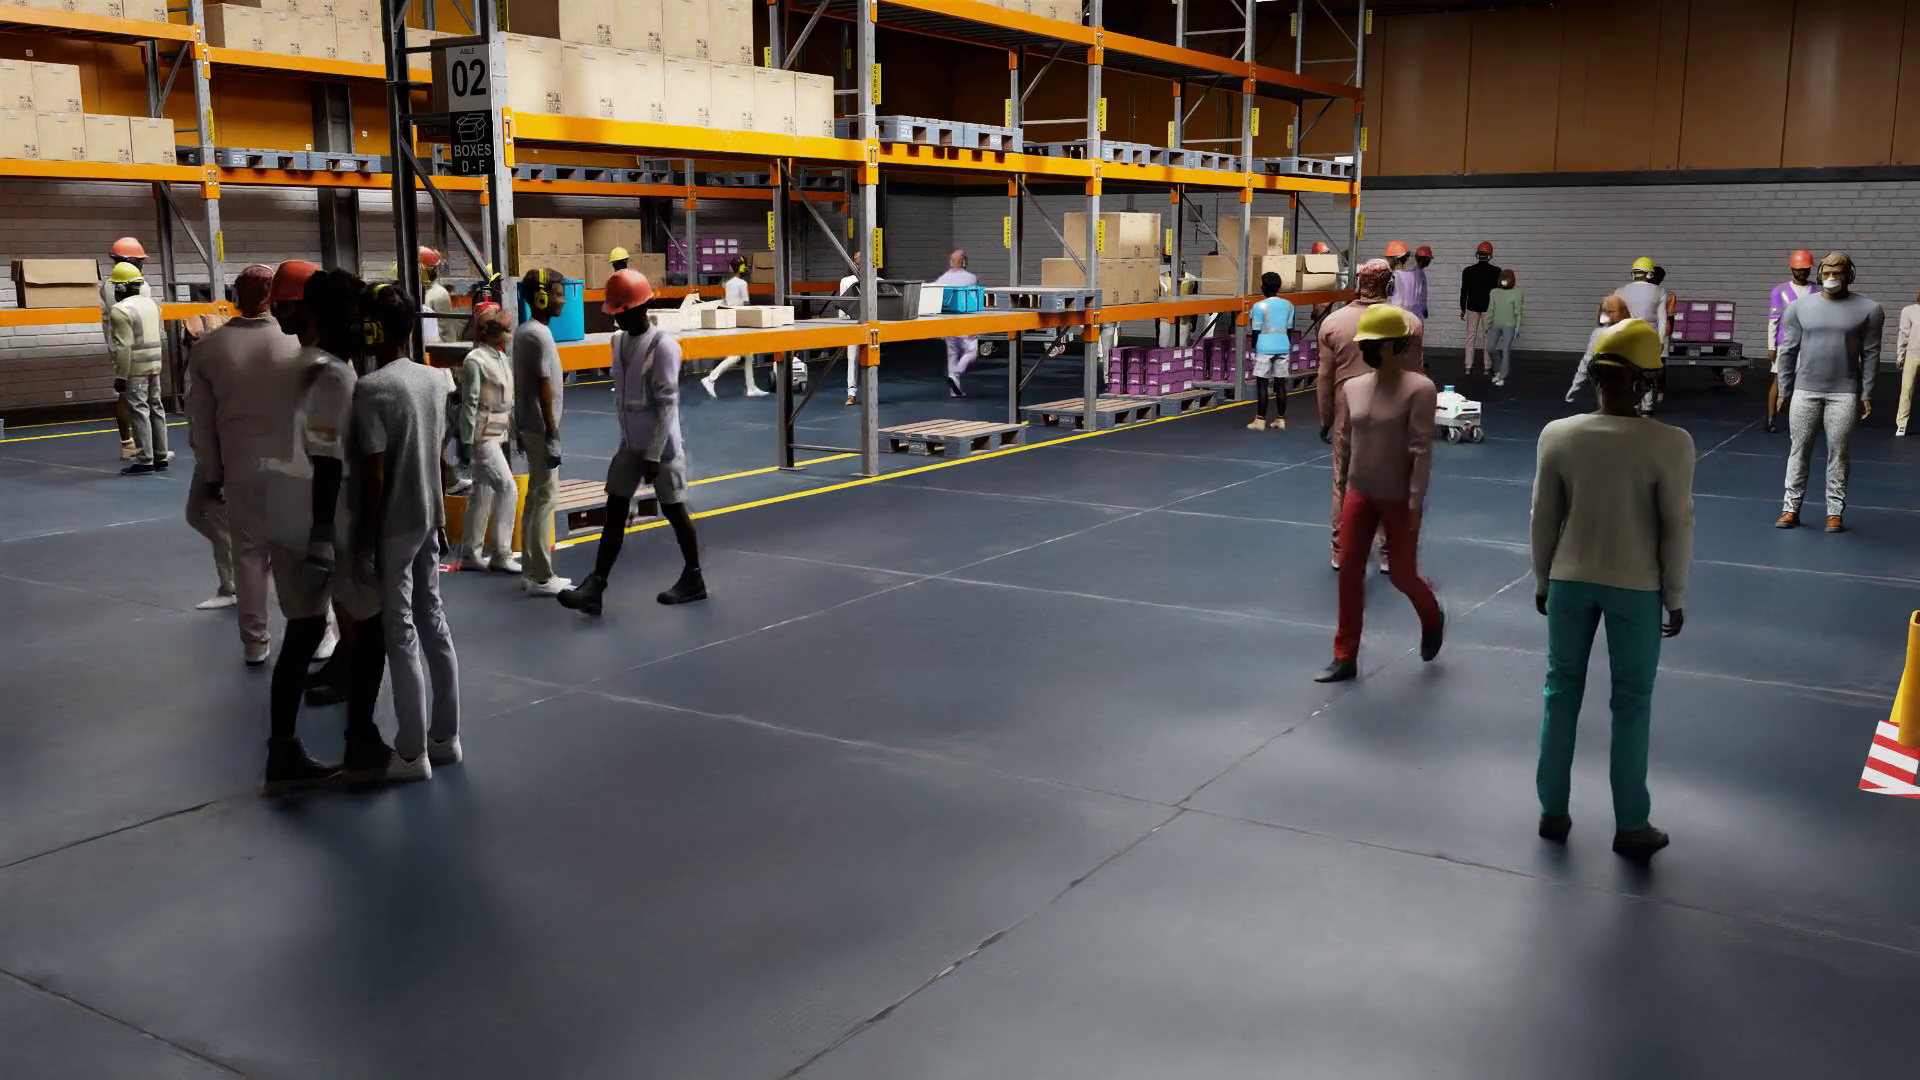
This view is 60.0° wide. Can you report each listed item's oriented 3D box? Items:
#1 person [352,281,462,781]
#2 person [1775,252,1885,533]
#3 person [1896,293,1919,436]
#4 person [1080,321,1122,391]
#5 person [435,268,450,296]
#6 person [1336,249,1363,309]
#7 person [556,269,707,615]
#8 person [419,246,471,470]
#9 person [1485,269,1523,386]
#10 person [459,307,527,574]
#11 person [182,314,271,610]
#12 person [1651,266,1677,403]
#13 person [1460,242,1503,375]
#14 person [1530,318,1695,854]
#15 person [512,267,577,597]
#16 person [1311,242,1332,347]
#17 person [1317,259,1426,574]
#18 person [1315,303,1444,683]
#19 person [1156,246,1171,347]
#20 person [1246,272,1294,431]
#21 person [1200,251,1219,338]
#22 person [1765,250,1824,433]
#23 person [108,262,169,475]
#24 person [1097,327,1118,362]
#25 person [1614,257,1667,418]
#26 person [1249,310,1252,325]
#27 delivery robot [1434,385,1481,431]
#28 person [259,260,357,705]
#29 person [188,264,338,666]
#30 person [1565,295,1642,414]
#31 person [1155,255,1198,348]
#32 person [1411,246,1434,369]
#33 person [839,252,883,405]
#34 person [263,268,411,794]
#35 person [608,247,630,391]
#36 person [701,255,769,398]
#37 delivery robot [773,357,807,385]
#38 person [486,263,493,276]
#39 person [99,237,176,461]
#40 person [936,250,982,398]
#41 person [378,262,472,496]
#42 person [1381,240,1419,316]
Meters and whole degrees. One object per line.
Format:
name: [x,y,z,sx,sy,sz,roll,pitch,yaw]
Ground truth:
person: [-2.107,-0.027,6.250,0.328,1.874,0.512,3,11,17]
person: [6.025,-1.023,11.579,0.635,1.938,0.359,6,12,32]
person: [9.918,-1.865,17.116,0.496,1.629,0.277,5,11,25]
person: [1.897,-2.916,22.374,0.591,1.829,0.404,1,10,6]
person: [-5.855,-2.099,17.973,0.726,1.805,0.443,-8,13,-37]
person: [6.225,-3.652,26.314,0.667,1.891,0.657,-2,10,-13]
person: [-1.754,-0.518,8.978,0.612,1.864,0.982,9,13,40]
person: [-4.701,-1.556,14.469,0.952,1.949,0.659,-6,12,-29]
person: [7.571,-2.963,23.176,0.531,1.620,0.337,10,14,43]
person: [-2.816,-0.596,10.092,0.588,1.609,0.525,0,10,0]
person: [-4.076,-0.427,9.152,0.386,1.629,0.519,-7,13,-36]
person: [8.622,-2.551,20.714,0.531,1.698,0.320,3,11,14]
person: [7.863,-3.487,25.079,0.623,1.993,0.383,5,11,25]
person: [2.160,0.153,5.545,0.526,1.768,0.331,9,14,41]
person: [-2.375,-0.610,9.491,0.310,1.868,0.532,-5,11,-26]
person: [5.588,-3.615,25.815,0.392,1.985,0.610,5,12,27]
person: [2.500,-0.745,10.127,0.640,1.910,0.407,4,11,23]
person: [1.980,-0.220,7.678,0.706,1.742,0.529,-10,14,-43]
person: [3.637,-4.196,29.165,0.547,1.938,0.359,4,11,23]
person: [3.306,-2.003,17.709,0.533,1.693,0.316,-5,11,-25]
person: [4.261,-3.932,27.966,0.429,1.845,0.625,3,11,16]
person: [8.757,-2.066,17.425,0.548,1.926,0.428,2,10,9]
person: [-7.115,-1.472,14.360,0.404,1.833,0.591,1,10,6]
person: [2.408,-3.937,27.728,0.632,1.940,0.372,-5,11,-25]
person: [7.747,-2.308,19.002,0.599,1.827,0.403,5,11,25]
person: [4.522,-3.343,24.649,0.419,1.867,0.604,-3,11,-19]
delivery robot: [4.931,-1.318,16.790,0.477,0.478,0.707,-4,11,-20]
person: [-2.809,-0.247,7.287,0.373,1.934,0.551,-5,11,-26]
person: [-3.282,-0.350,7.941,0.643,1.910,0.399,-1,10,-8]
person: [5.232,-1.174,13.405,0.898,1.578,0.491,-3,11,-15]
person: [3.003,-3.048,23.105,0.625,1.836,0.429,0,10,0]
person: [7.290,-3.687,26.377,0.398,1.924,0.586,3,11,17]
person: [-1.196,-2.590,20.421,0.584,1.882,0.349,0,10,-2]
person: [-2.368,-0.036,6.175,0.651,1.910,0.643,-9,14,-42]
person: [-4.508,-2.953,22.314,0.369,1.925,0.586,2,10,10]
person: [-2.918,-2.740,21.407,0.878,1.832,0.527,-5,11,-27]
delivery robot: [-2.244,-2.250,21.957,0.477,0.478,0.707,-3,11,-17]
person: [-5.304,-2.285,19.057,0.312,1.768,0.530,-1,10,-6]
person: [-7.561,-1.736,15.241,0.608,2.045,0.391,5,12,28]
person: [-0.030,-2.742,21.224,0.673,1.891,0.518,7,12,32]
person: [-4.198,-1.209,12.812,0.592,1.870,1.036,8,13,37]
person: [4.983,-2.469,19.411,0.758,2.024,0.627,8,13,39]
